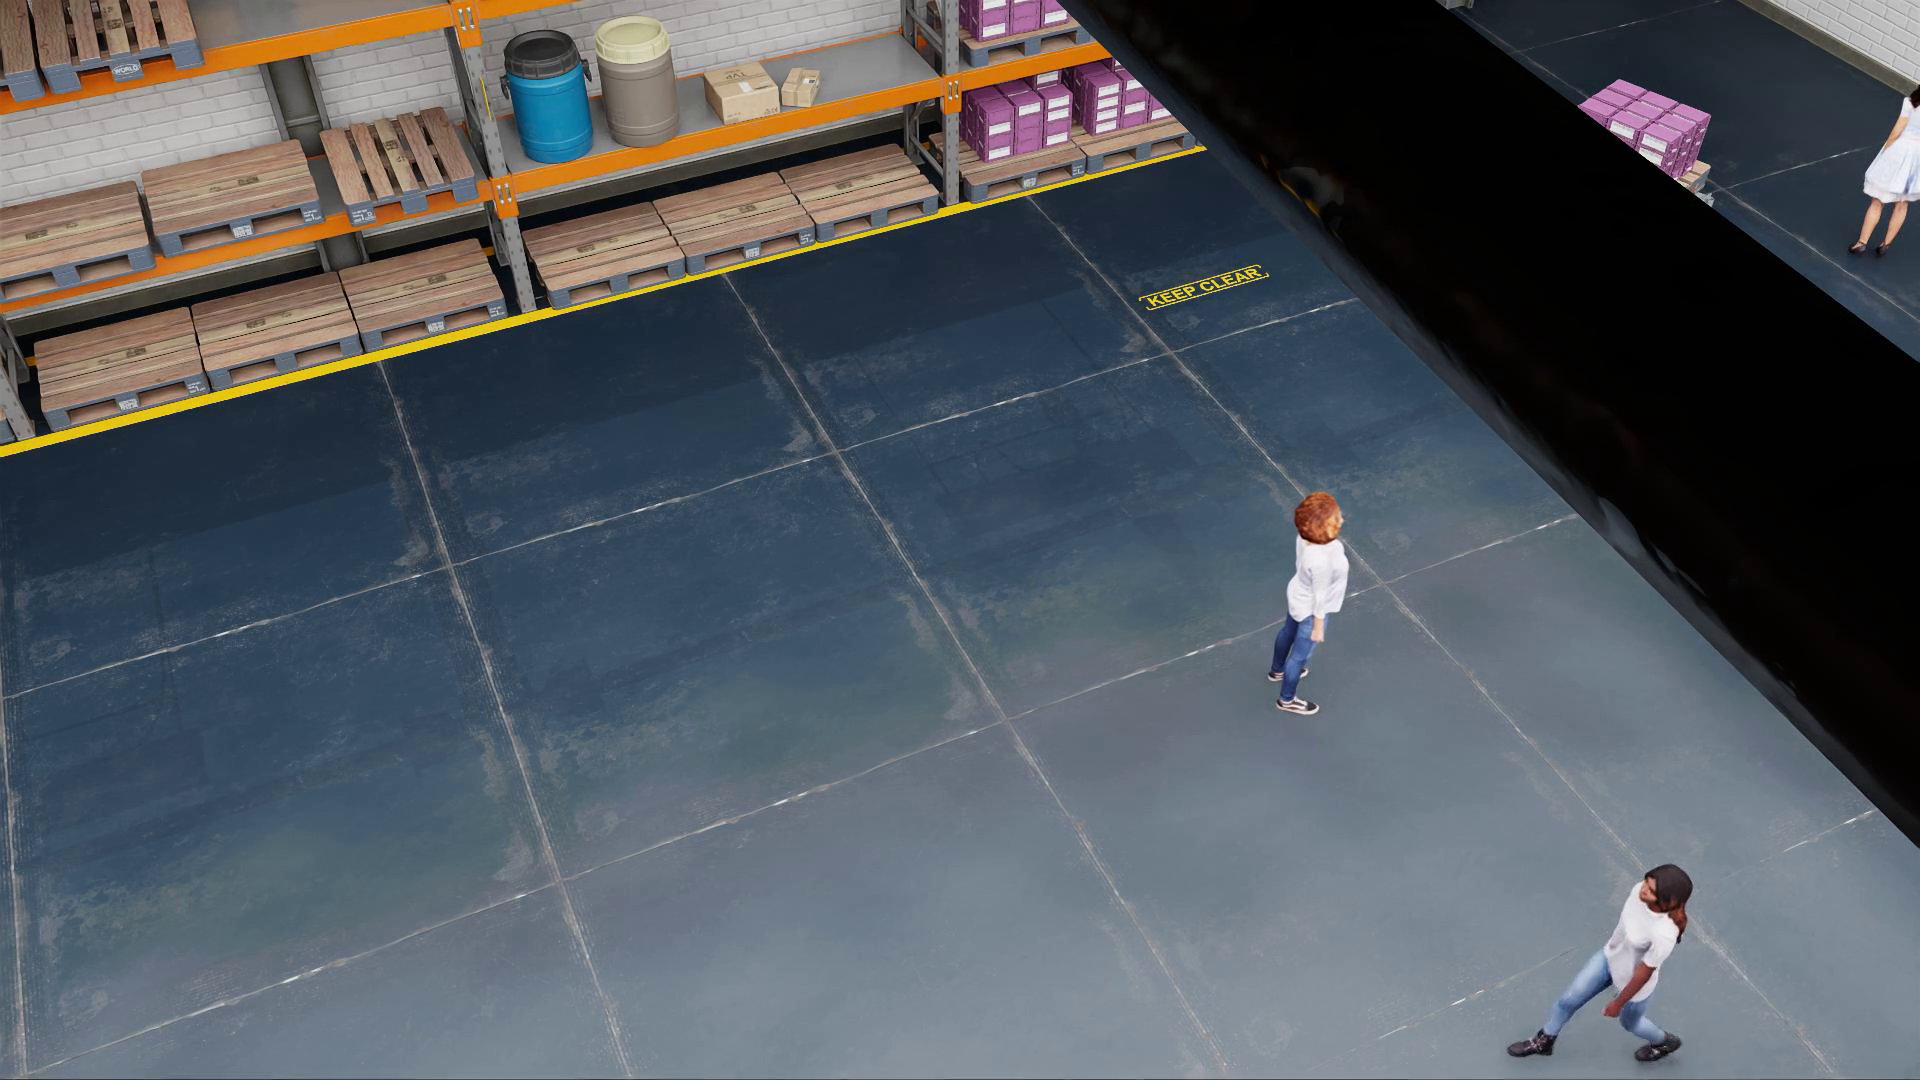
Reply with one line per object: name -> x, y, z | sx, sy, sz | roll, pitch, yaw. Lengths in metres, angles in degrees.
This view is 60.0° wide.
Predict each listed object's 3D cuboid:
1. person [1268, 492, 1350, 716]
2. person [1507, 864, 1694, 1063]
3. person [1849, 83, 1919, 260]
person -> 2.198, 0.383, 10.560 | 0.737, 1.713, 0.731 | -2, 44, -2
person -> 3.522, 2.264, 8.607 | 1.203, 1.684, 0.846 | -4, 44, -4
person -> 8.106, -3.231, 14.280 | 0.846, 1.816, 0.915 | 8, 44, 9
